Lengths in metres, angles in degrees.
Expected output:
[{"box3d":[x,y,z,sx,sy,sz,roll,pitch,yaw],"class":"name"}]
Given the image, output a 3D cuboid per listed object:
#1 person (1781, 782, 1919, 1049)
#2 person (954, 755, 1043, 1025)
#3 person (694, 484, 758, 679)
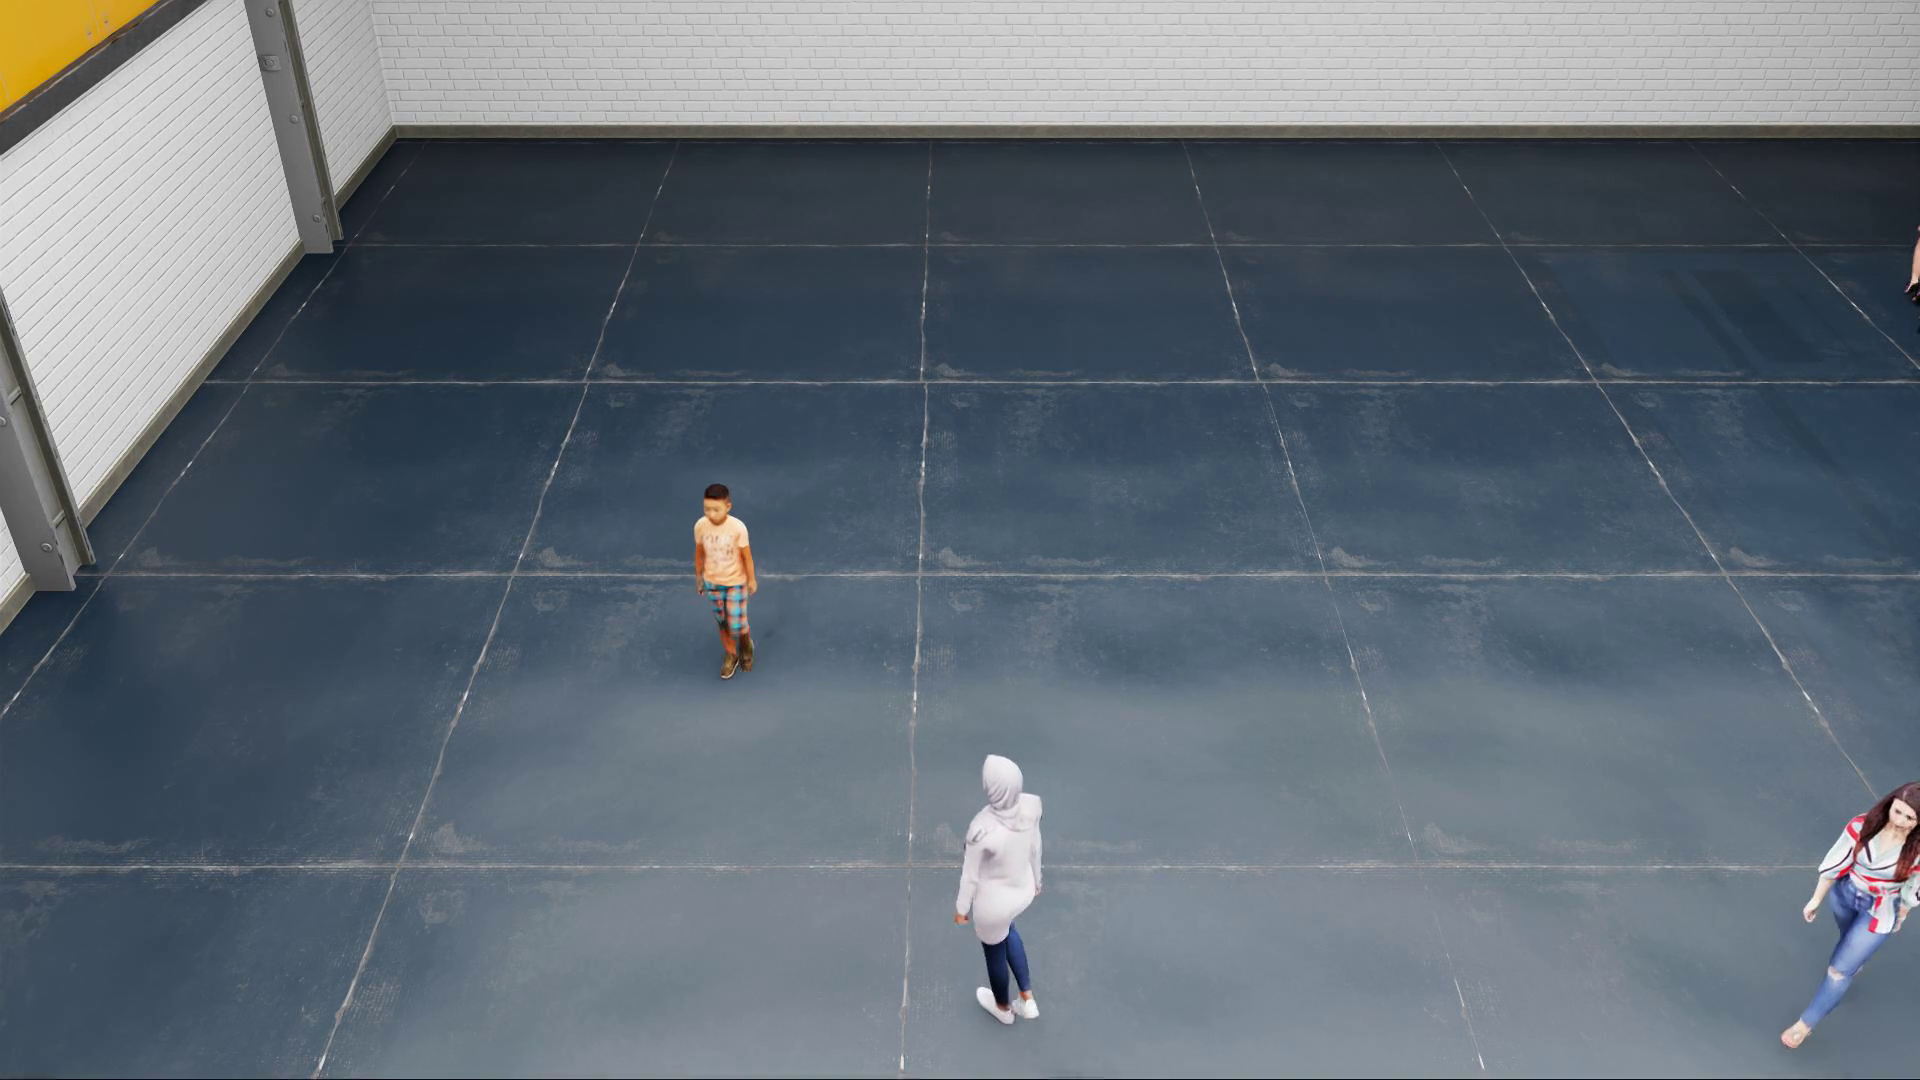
[{"box3d":[4.656,1.826,8.501,1.072,1.558,1.108,-23,40,-30],"class":"person"},{"box3d":[0.264,1.827,8.309,0.785,1.770,0.841,-24,41,-32],"class":"person"},{"box3d":[-1.524,0.233,10.989,0.601,1.457,0.620,6,34,10],"class":"person"}]
